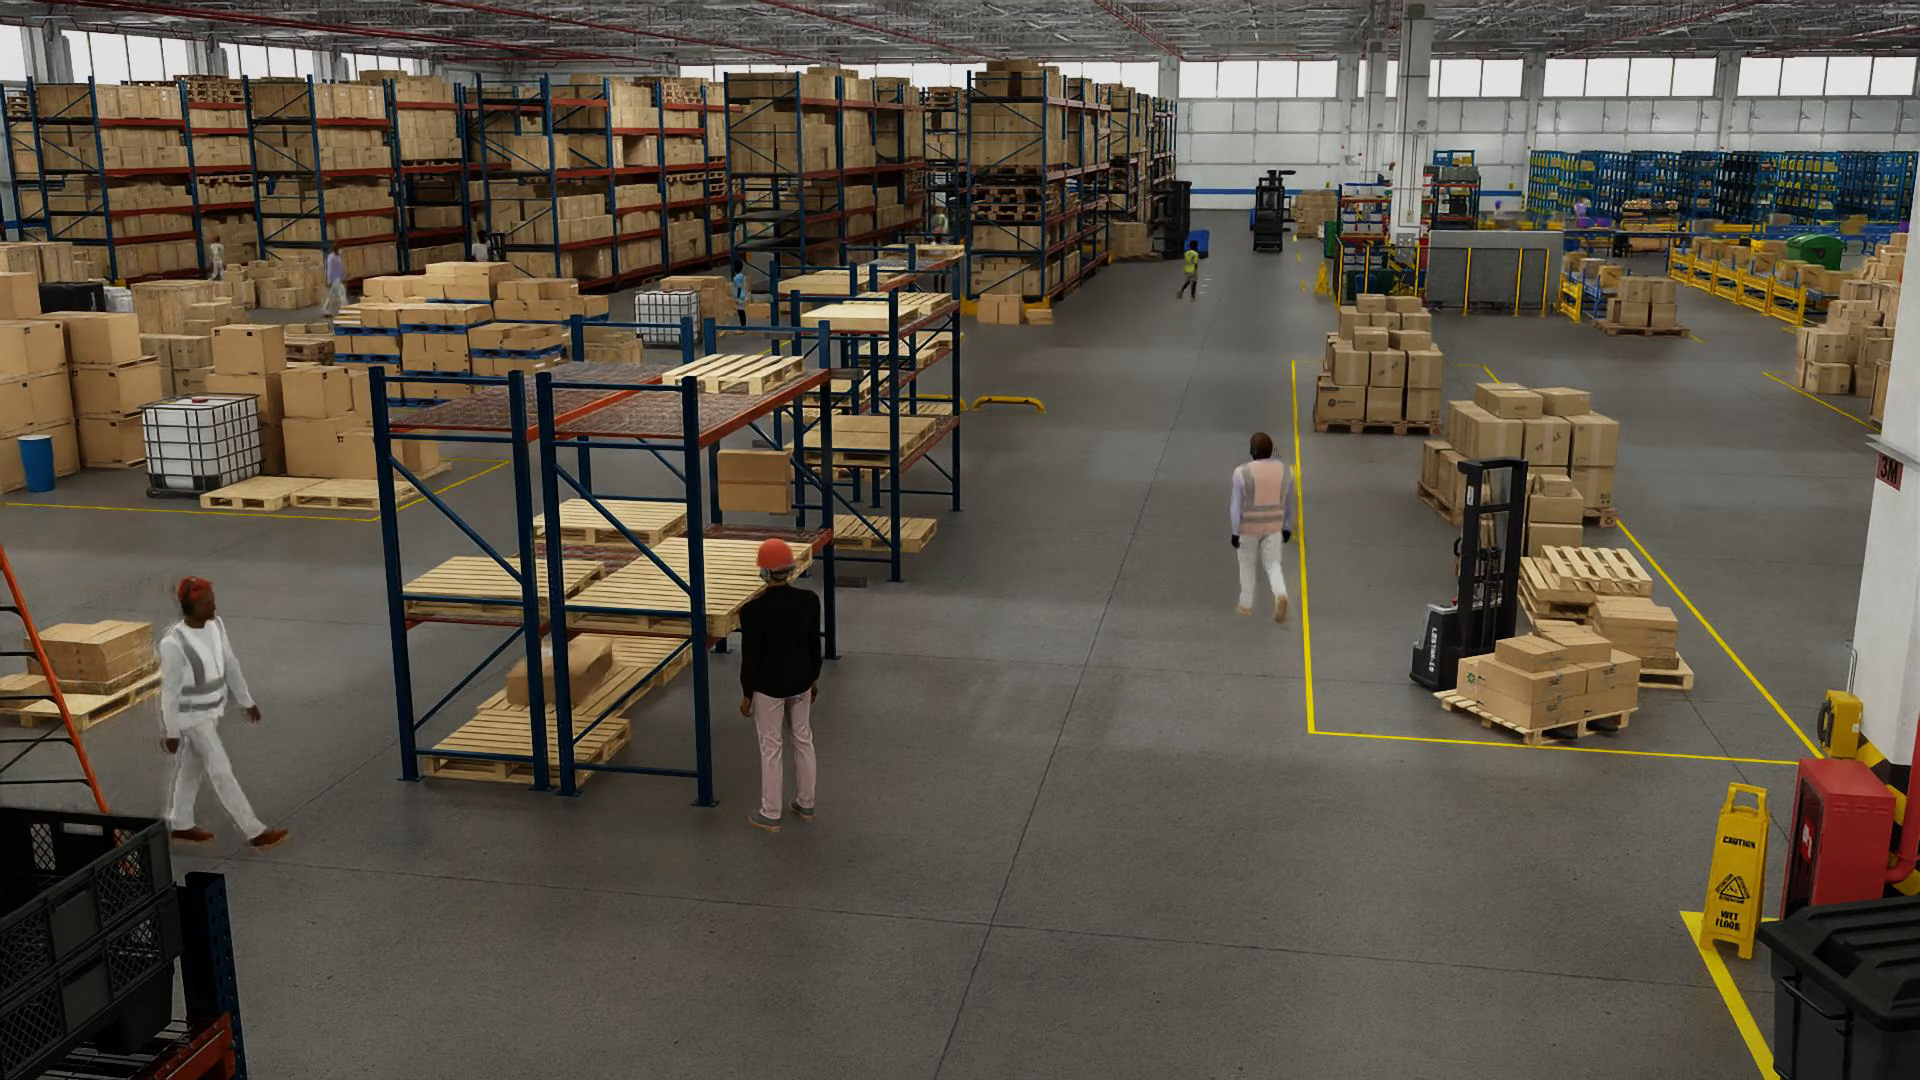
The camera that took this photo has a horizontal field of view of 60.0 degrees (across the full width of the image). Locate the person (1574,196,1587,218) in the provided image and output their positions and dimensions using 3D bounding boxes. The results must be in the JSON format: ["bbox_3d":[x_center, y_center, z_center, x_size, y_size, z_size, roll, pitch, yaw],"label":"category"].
[{"bbox_3d":[26.918,-14.012,72.221,0.571,1.843,0.373,-3,14,-11],"label":"person"}]

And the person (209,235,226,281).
[{"bbox_3d":[-21.828,-8.143,48.859,0.520,1.623,0.608,4,14,17],"label":"person"}]

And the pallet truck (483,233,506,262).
[{"bbox_3d":[-11.832,-7.026,43.548,1.885,1.965,0.823,8,16,28],"label":"pallet truck"}]

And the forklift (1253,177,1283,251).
[{"bbox_3d":[12.083,-12.747,64.956,1.129,2.768,1.873,3,14,10],"label":"forklift"}]

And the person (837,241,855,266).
[{"bbox_3d":[-2.844,-6.647,42.250,0.415,1.884,0.646,-12,18,-41],"label":"person"}]

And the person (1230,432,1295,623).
[{"bbox_3d":[2.886,-0.106,15.820,0.637,1.826,0.739,-3,14,-10],"label":"person"}]

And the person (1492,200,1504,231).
[{"bbox_3d":[21.194,-12.458,65.769,0.628,1.908,0.671,0,14,1],"label":"person"}]

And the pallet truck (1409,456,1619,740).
[{"bbox_3d":[4.504,0.400,13.395,0.823,1.965,1.885,-6,15,-23],"label":"pallet truck"}]

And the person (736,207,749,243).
[{"bbox_3d":[-8.474,-12.164,64.956,0.835,1.737,0.529,7,15,26],"label":"person"}]

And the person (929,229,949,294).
[{"bbox_3d":[-0.598,-7.700,46.434,0.562,1.921,0.408,1,14,5],"label":"person"}]

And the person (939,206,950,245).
[{"bbox_3d":[-0.652,-11.759,63.165,0.919,1.814,0.568,2,14,9],"label":"person"}]

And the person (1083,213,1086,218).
[{"bbox_3d":[5.778,-15.447,77.924,0.409,1.907,0.651,-9,16,-32],"label":"person"}]

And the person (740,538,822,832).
[{"bbox_3d":[-1.199,0.962,11.115,0.612,1.997,0.375,-11,17,-37],"label":"person"}]

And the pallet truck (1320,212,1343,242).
[{"bbox_3d":[15.874,-13.227,70.310,0.680,1.201,1.601,10,17,35],"label":"pallet truck"}]

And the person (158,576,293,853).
[{"bbox_3d":[-4.786,1.129,10.743,0.958,1.836,0.598,1,14,3],"label":"person"}]

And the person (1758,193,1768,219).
[{"bbox_3d":[37.592,-15.429,78.100,0.620,1.793,0.783,0,14,0],"label":"person"}]

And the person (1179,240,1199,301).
[{"bbox_3d":[6.315,-7.395,45.688,0.471,1.680,0.536,-10,17,-36],"label":"person"}]

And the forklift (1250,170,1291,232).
[{"bbox_3d":[14.387,-15.672,76.832,1.873,2.768,1.129,2,14,10],"label":"forklift"}]

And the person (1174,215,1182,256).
[{"bbox_3d":[7.920,-11.199,60.786,0.651,1.867,0.893,1,14,2],"label":"person"}]

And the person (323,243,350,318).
[{"bbox_3d":[-15.506,-6.464,41.519,1.033,1.873,0.632,-2,14,-8],"label":"person"}]

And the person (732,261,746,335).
[{"bbox_3d":[-5.081,-5.578,38.284,0.315,1.696,0.541,0,14,-1],"label":"person"}]

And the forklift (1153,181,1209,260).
[{"bbox_3d":[7.996,-11.576,60.201,1.873,2.768,1.129,-5,15,-20],"label":"forklift"}]

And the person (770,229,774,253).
[{"bbox_3d":[-6.927,-11.749,63.519,0.815,1.595,0.529,2,14,8],"label":"person"}]

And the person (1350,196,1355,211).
[{"bbox_3d":[20.655,-17.763,87.688,0.485,1.735,0.347,-11,18,-38],"label":"person"}]

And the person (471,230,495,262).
[{"bbox_3d":[-13.185,-7.553,45.834,0.608,1.917,0.967,2,14,7],"label":"person"}]

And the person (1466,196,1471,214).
[{"bbox_3d":[22.118,-14.209,73.049,0.600,1.831,0.404,5,15,18],"label":"person"}]
